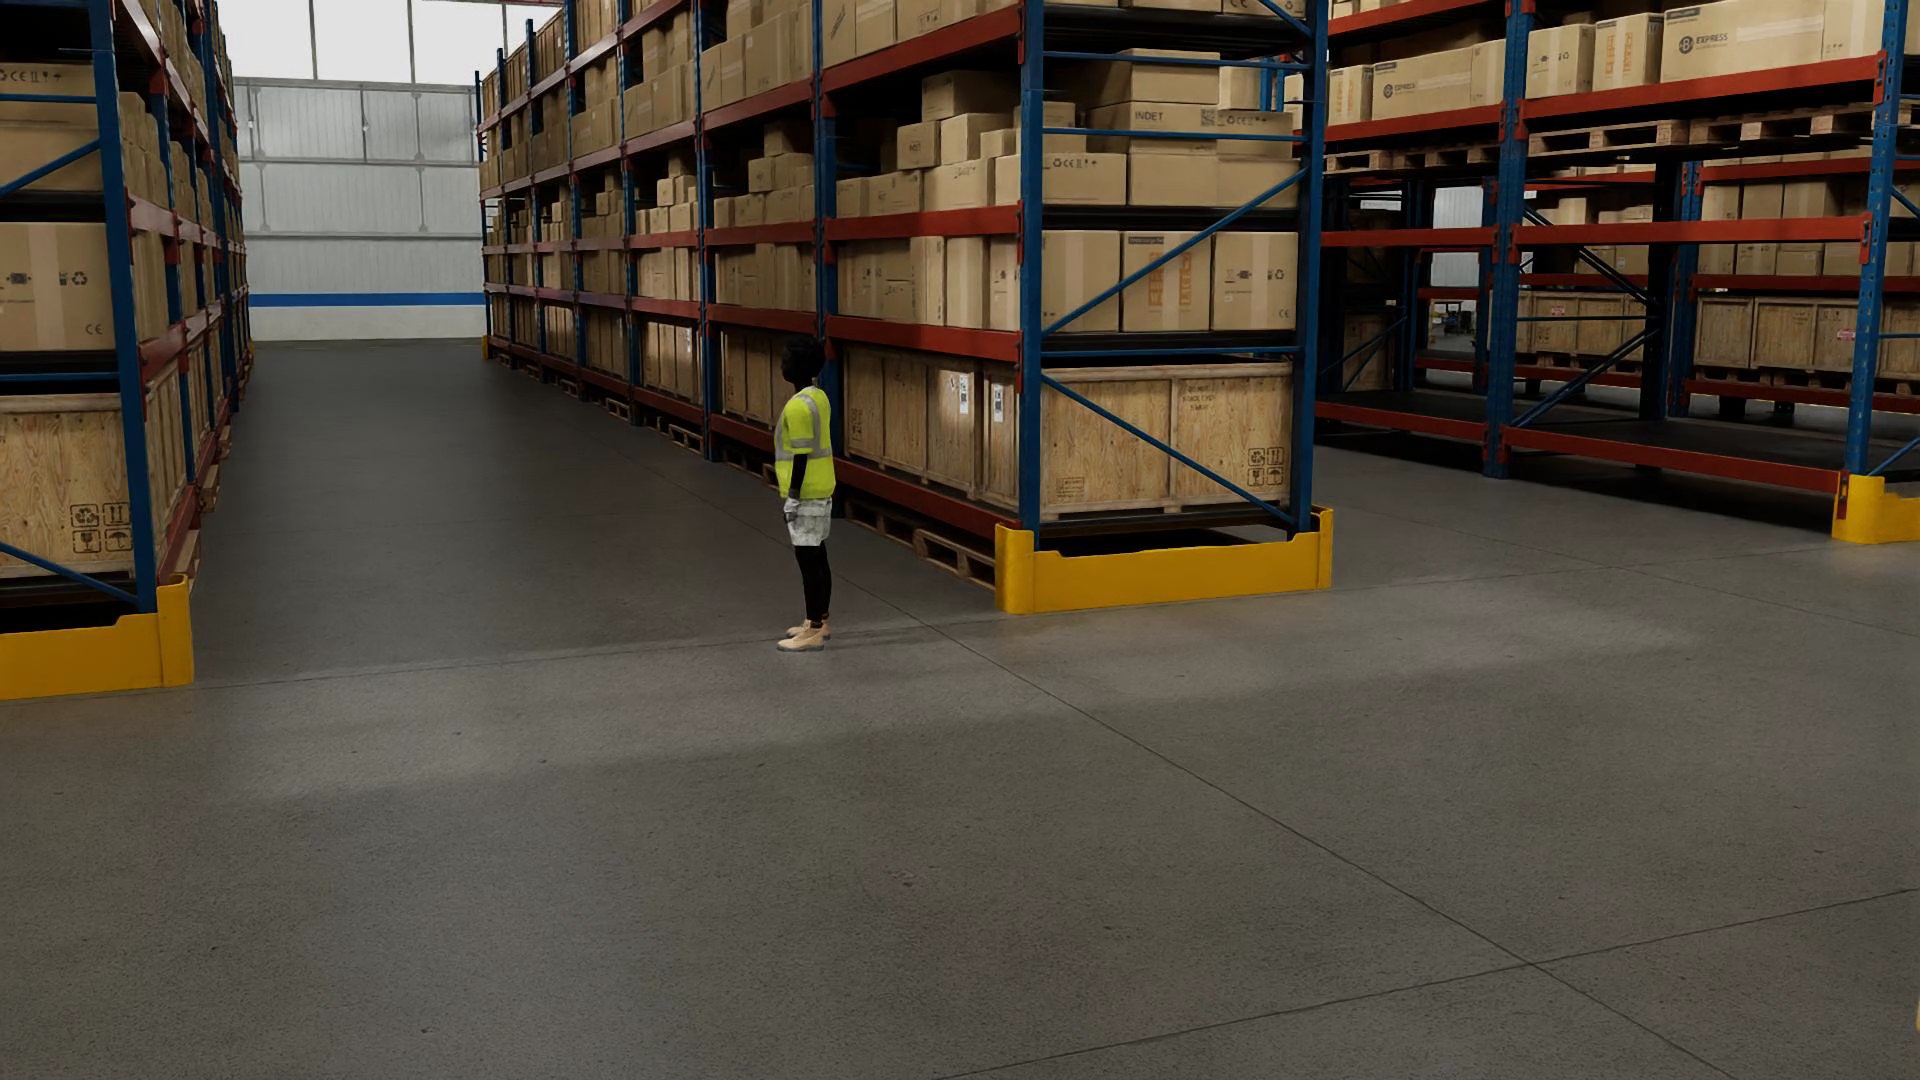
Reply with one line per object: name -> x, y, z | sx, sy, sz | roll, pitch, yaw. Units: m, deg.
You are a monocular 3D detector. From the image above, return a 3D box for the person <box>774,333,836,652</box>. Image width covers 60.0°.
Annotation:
person -> -0.831, -0.253, 8.909 | 0.318, 1.700, 0.535 | 1, 10, 6
